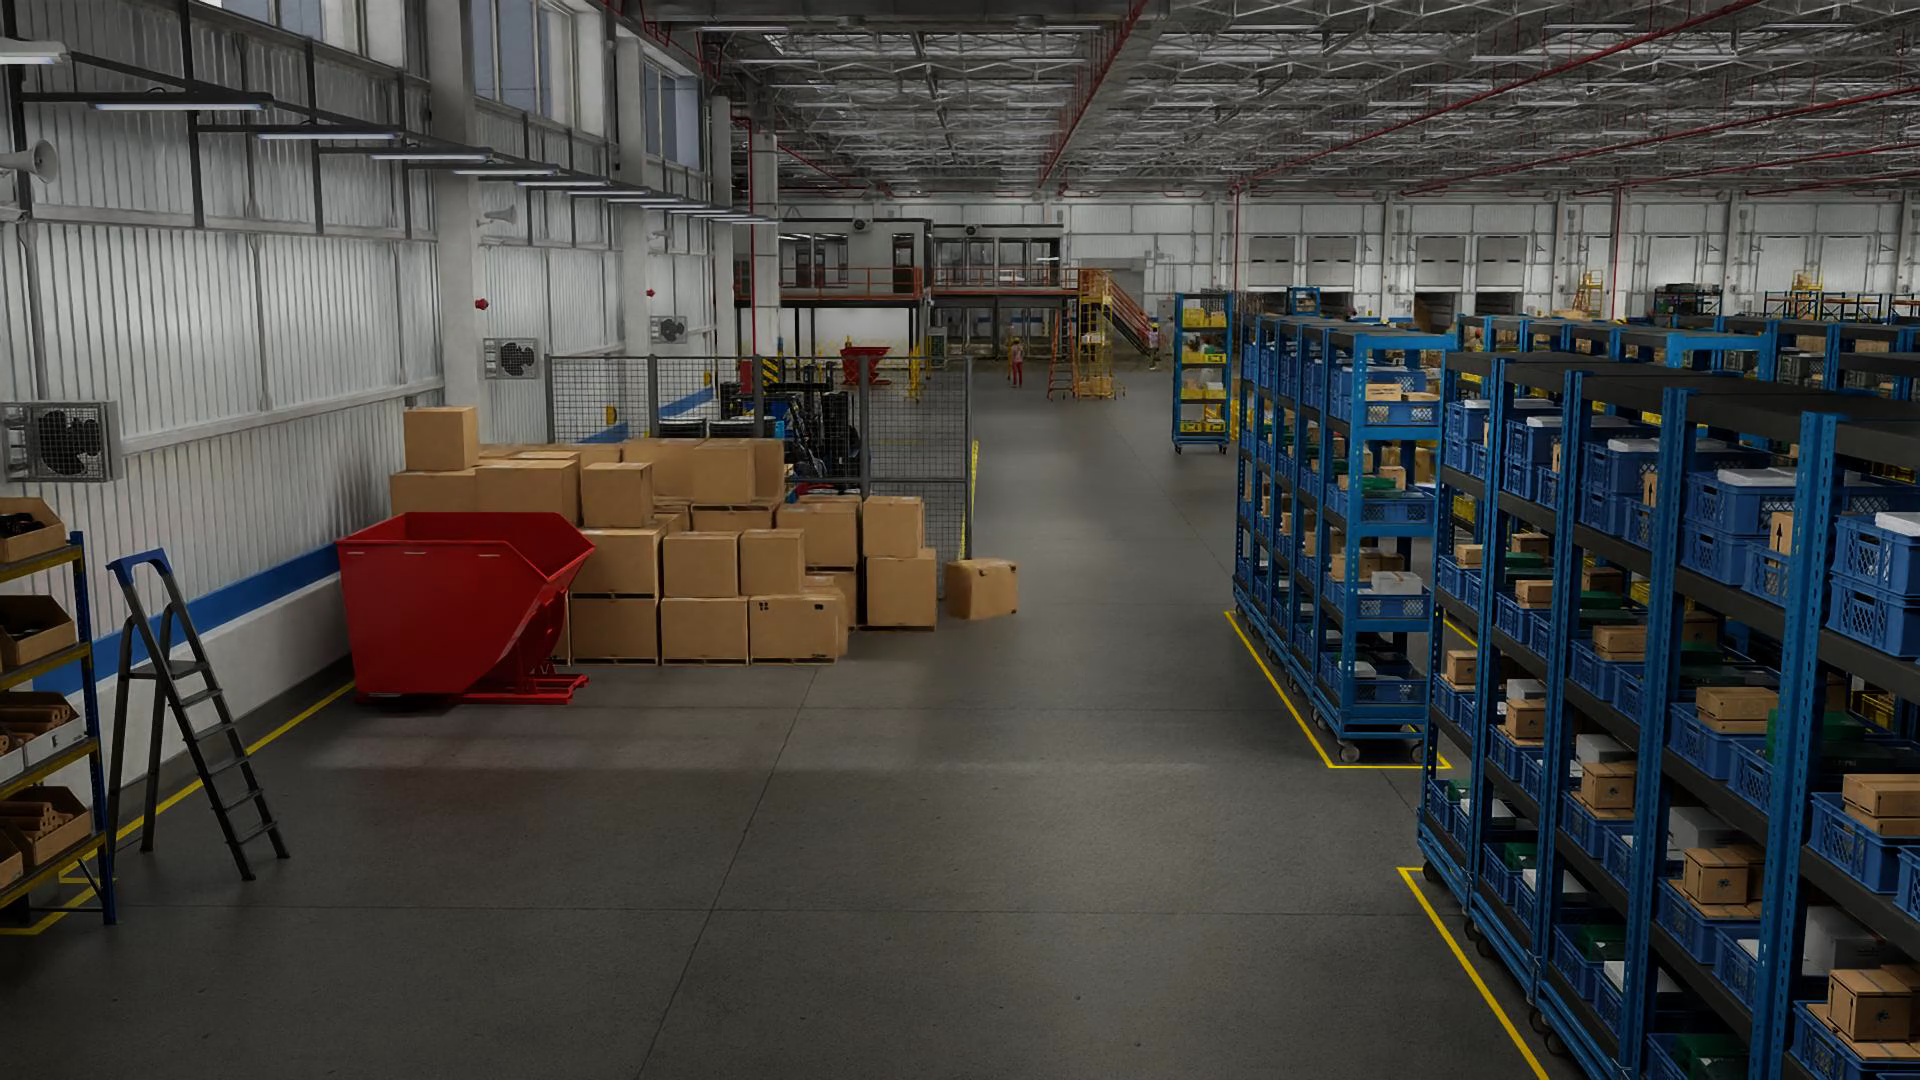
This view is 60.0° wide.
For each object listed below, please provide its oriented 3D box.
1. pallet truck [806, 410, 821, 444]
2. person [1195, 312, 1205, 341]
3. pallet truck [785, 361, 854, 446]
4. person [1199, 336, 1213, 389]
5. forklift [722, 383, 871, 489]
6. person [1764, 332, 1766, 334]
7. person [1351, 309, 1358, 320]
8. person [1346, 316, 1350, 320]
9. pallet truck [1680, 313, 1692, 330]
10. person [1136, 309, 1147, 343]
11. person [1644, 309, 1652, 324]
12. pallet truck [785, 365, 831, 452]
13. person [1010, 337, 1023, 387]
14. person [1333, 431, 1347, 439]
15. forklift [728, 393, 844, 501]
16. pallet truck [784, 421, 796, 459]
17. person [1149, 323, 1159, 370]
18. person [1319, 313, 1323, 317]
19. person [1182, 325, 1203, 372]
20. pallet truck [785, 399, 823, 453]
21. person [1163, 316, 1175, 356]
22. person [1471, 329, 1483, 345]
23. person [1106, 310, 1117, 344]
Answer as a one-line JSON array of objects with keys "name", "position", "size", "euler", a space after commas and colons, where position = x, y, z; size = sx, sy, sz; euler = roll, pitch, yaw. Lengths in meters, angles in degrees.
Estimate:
[{"name": "pallet truck", "position": [-3.559, -2.018, 33.905], "size": [1.522, 1.261, 0.704], "euler": [0, 9, -1]}, {"name": "person", "position": [13.918, -12.595, 97.373], "size": [0.890, 1.870, 0.652], "euler": [0, 9, -1]}, {"name": "pallet truck", "position": [-3.410, -3.193, 38.978], "size": [1.885, 1.965, 0.823], "euler": [0, 9, -1]}, {"name": "person", "position": [8.622, -6.100, 57.330], "size": [0.792, 1.851, 0.596], "euler": [1, 9, 4]}, {"name": "forklift", "position": [-2.893, -1.687, 28.729], "size": [2.680, 1.987, 1.157], "euler": [0, 9, -1]}, {"name": "person", "position": [39.073, -9.807, 80.281], "size": [0.430, 1.837, 0.619], "euler": [1, 9, 9]}, {"name": "person", "position": [22.448, -12.269, 95.300], "size": [0.957, 1.901, 0.555], "euler": [3, 10, 16]}, {"name": "person", "position": [20.911, -11.285, 89.918], "size": [0.529, 1.666, 0.813], "euler": [-1, 9, -5]}, {"name": "pallet truck", "position": [36.315, -10.531, 84.244], "size": [0.823, 1.965, 1.885], "euler": [-6, 11, -33]}, {"name": "person", "position": [9.901, -11.576, 90.710], "size": [0.619, 1.997, 0.395], "euler": [1, 9, 6]}, {"name": "person", "position": [37.833, -11.694, 91.475], "size": [0.635, 1.974, 0.480], "euler": [-7, 11, -36]}, {"name": "pallet truck", "position": [-3.774, -2.976, 37.635], "size": [1.885, 1.965, 0.823], "euler": [1, 9, 5]}, {"name": "person", "position": [1.990, -6.270, 58.665], "size": [0.524, 1.769, 0.314], "euler": [-6, 11, -31]}, {"name": "person", "position": [5.145, -0.543, 22.652], "size": [0.614, 1.988, 0.396], "euler": [7, 12, 37]}, {"name": "forklift", "position": [-2.979, -1.316, 26.476], "size": [2.680, 1.987, 1.157], "euler": [0, 9, 1]}, {"name": "pallet truck", "position": [-4.013, -1.793, 32.705], "size": [1.601, 1.201, 0.680], "euler": [0, 9, 1]}, {"name": "person", "position": [8.066, -8.034, 69.054], "size": [0.366, 1.927, 0.588], "euler": [7, 12, 37]}, {"name": "person", "position": [19.763, -11.536, 91.158], "size": [0.527, 1.765, 0.328], "euler": [-4, 10, -23]}, {"name": "person", "position": [9.458, -7.790, 67.201], "size": [1.032, 2.000, 0.694], "euler": [2, 9, 10]}, {"name": "pallet truck", "position": [-3.814, -2.432, 36.419], "size": [1.630, 1.274, 0.653], "euler": [0, 9, 1]}, {"name": "person", "position": [10.165, -9.847, 80.345], "size": [0.347, 1.909, 0.728], "euler": [-7, 12, -37]}, {"name": "person", "position": [19.395, -6.898, 62.114], "size": [0.900, 1.900, 0.575], "euler": [7, 12, 38]}, {"name": "person", "position": [8.435, -11.842, 92.545], "size": [0.627, 1.927, 0.459], "euler": [-5, 10, -26]}]
